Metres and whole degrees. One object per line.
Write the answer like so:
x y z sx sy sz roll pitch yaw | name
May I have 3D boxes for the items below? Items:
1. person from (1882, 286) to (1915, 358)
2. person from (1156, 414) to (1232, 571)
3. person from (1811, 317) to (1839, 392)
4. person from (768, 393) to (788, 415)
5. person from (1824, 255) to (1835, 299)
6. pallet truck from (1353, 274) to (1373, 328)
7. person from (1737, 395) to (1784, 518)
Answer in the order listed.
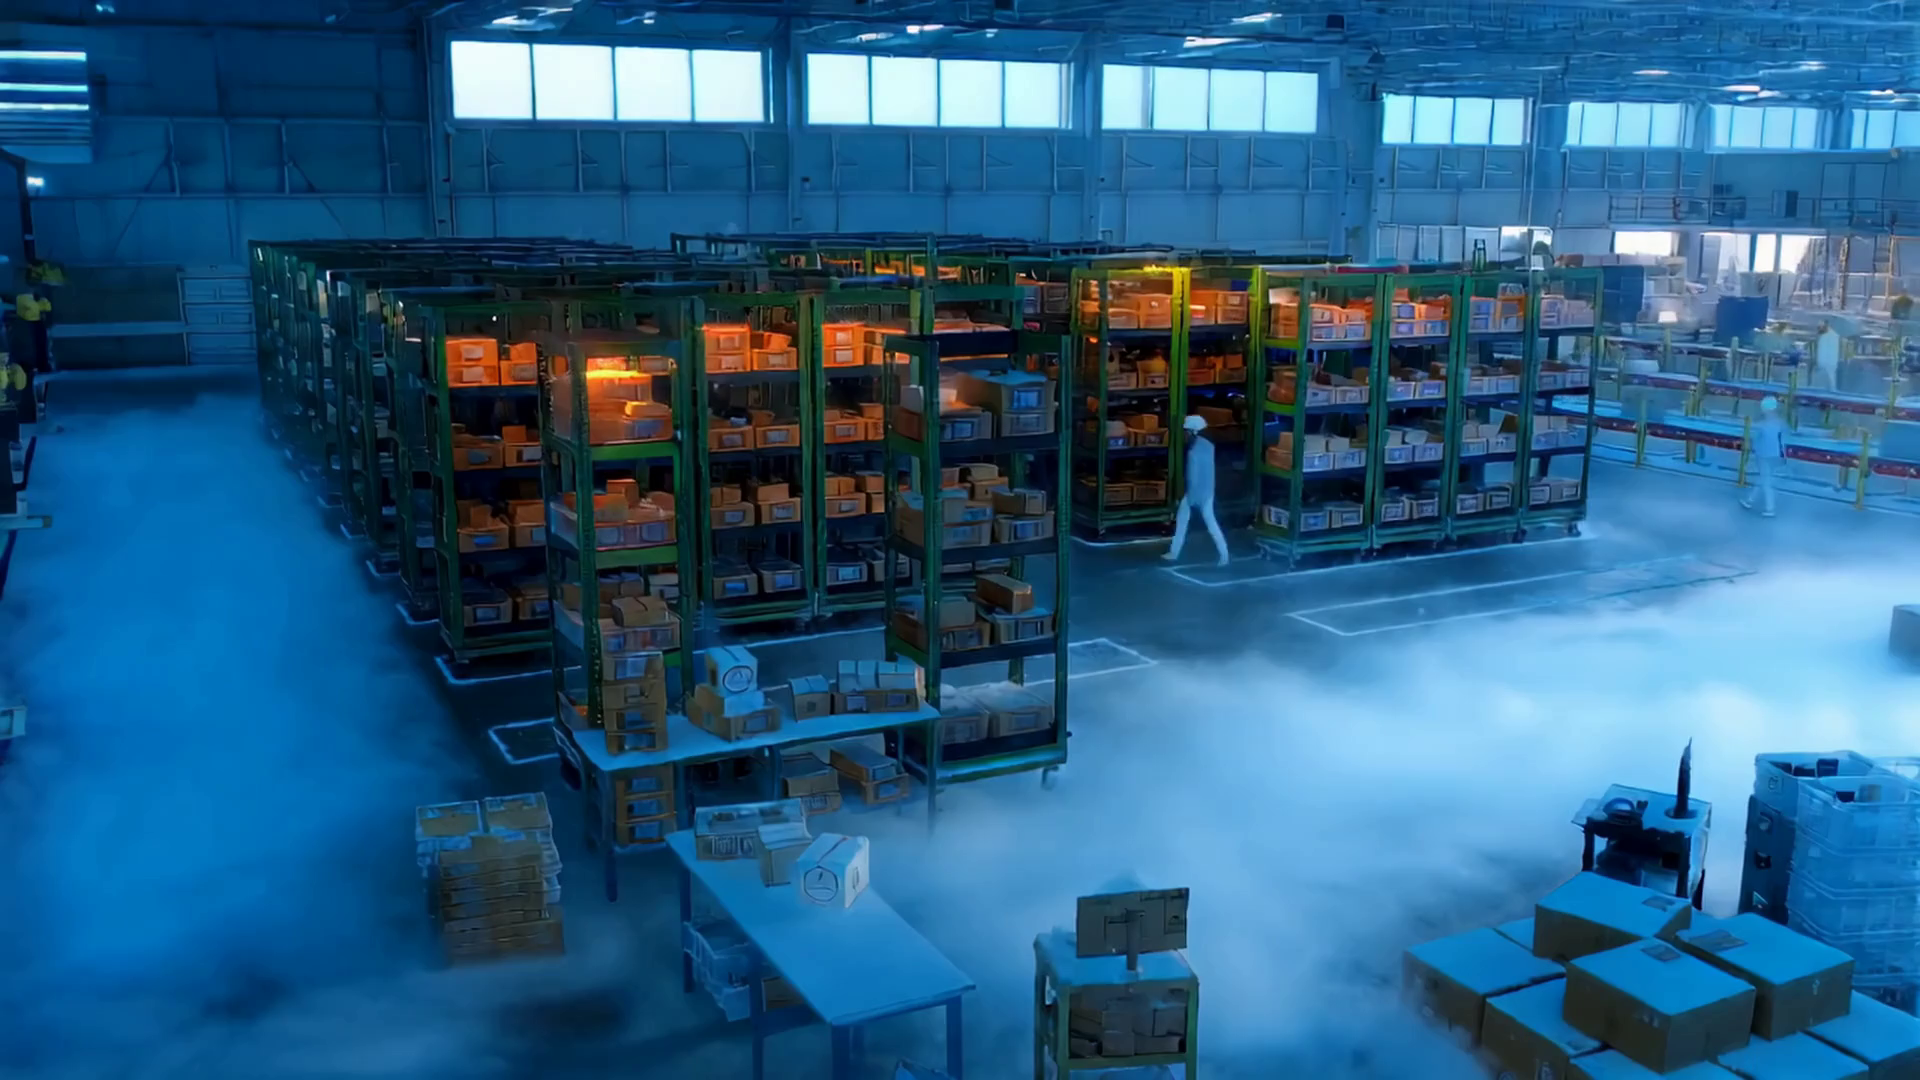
25.675 -5.921 45.316 0.612 1.996 1.033 -5 13 -21 | person
2.940 -0.581 20.443 1.014 1.952 0.625 10 16 40 | person
18.607 -3.847 35.863 0.731 1.869 0.677 1 12 4 | person
-3.328 -2.576 30.109 0.570 1.790 0.957 -7 14 -30 | person
36.078 -10.903 68.971 0.555 1.833 0.405 -8 14 -33 | person
13.011 -8.050 55.243 0.823 1.965 1.885 -7 14 -28 | pallet truck
11.497 -1.217 23.913 0.549 1.728 0.872 -5 13 -24 | person
